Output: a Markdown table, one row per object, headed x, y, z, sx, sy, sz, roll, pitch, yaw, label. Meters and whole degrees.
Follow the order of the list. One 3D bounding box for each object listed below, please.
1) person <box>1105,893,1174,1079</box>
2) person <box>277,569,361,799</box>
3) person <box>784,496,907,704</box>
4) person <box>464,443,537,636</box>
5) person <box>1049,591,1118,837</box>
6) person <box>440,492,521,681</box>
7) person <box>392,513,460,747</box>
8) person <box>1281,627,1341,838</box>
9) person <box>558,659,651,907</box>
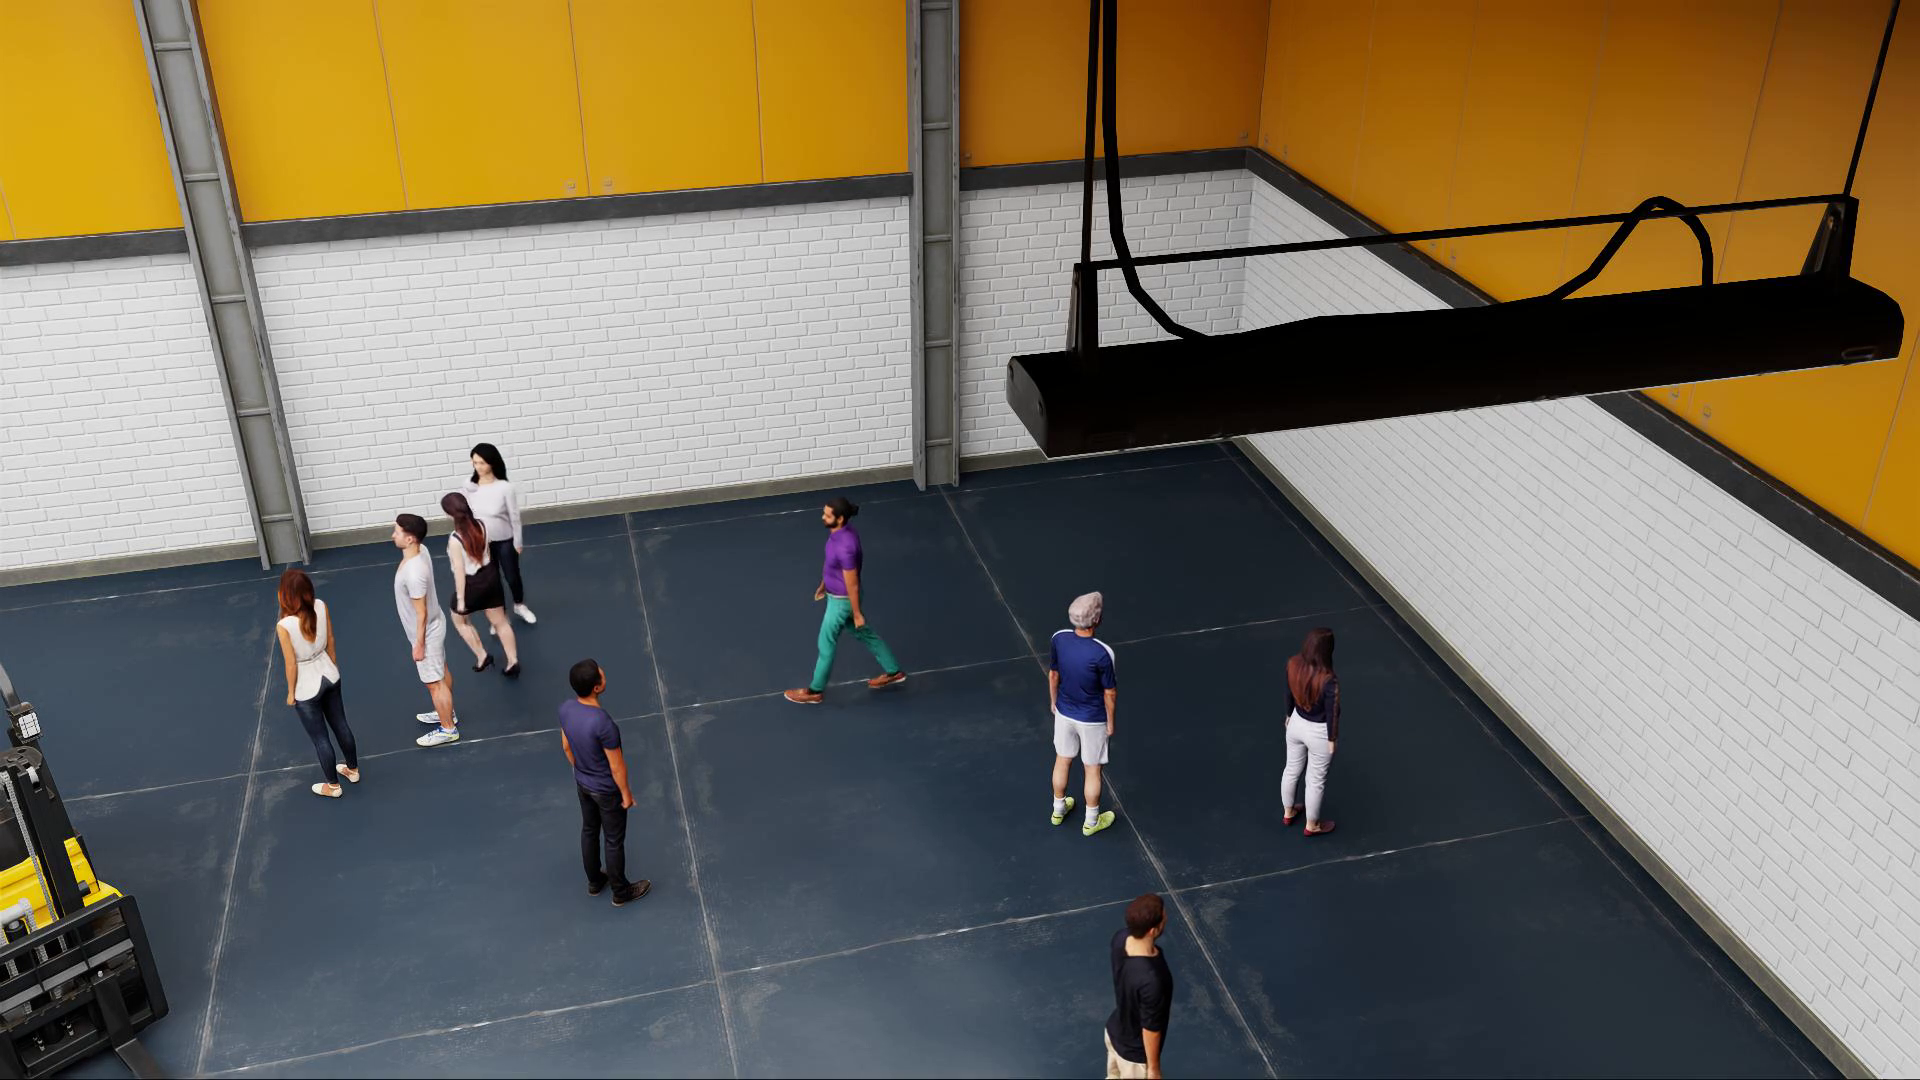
| x | y | z | sx | sy | sz | roll | pitch | yaw | label |
| --- | --- | --- | --- | --- | --- | --- | --- | --- | --- |
| 0.885 | 2.582 | 8.570 | 0.549 | 1.850 | 0.639 | -9 | 30 | -15 | person |
| -4.467 | 0.993 | 11.550 | 0.729 | 1.785 | 0.677 | 14 | 32 | 24 | person |
| -0.775 | 0.448 | 12.609 | 1.219 | 1.728 | 0.756 | -3 | 29 | -6 | person |
| -3.748 | -0.020 | 13.502 | 0.724 | 1.695 | 0.811 | 3 | 29 | 5 | person |
| 0.822 | 1.158 | 11.193 | 0.716 | 1.837 | 0.766 | 17 | 33 | 28 | person |
| -3.658 | 0.403 | 12.800 | 0.897 | 1.624 | 0.847 | 14 | 32 | 25 | person |
| -3.898 | 0.633 | 12.137 | 0.545 | 1.856 | 0.665 | -7 | 29 | -13 | person |
| 2.380 | 1.282 | 11.205 | 0.674 | 1.608 | 0.676 | -21 | 35 | -34 | person |
| -2.295 | 1.537 | 10.544 | 0.709 | 1.793 | 0.756 | 17 | 33 | 28 | person |
